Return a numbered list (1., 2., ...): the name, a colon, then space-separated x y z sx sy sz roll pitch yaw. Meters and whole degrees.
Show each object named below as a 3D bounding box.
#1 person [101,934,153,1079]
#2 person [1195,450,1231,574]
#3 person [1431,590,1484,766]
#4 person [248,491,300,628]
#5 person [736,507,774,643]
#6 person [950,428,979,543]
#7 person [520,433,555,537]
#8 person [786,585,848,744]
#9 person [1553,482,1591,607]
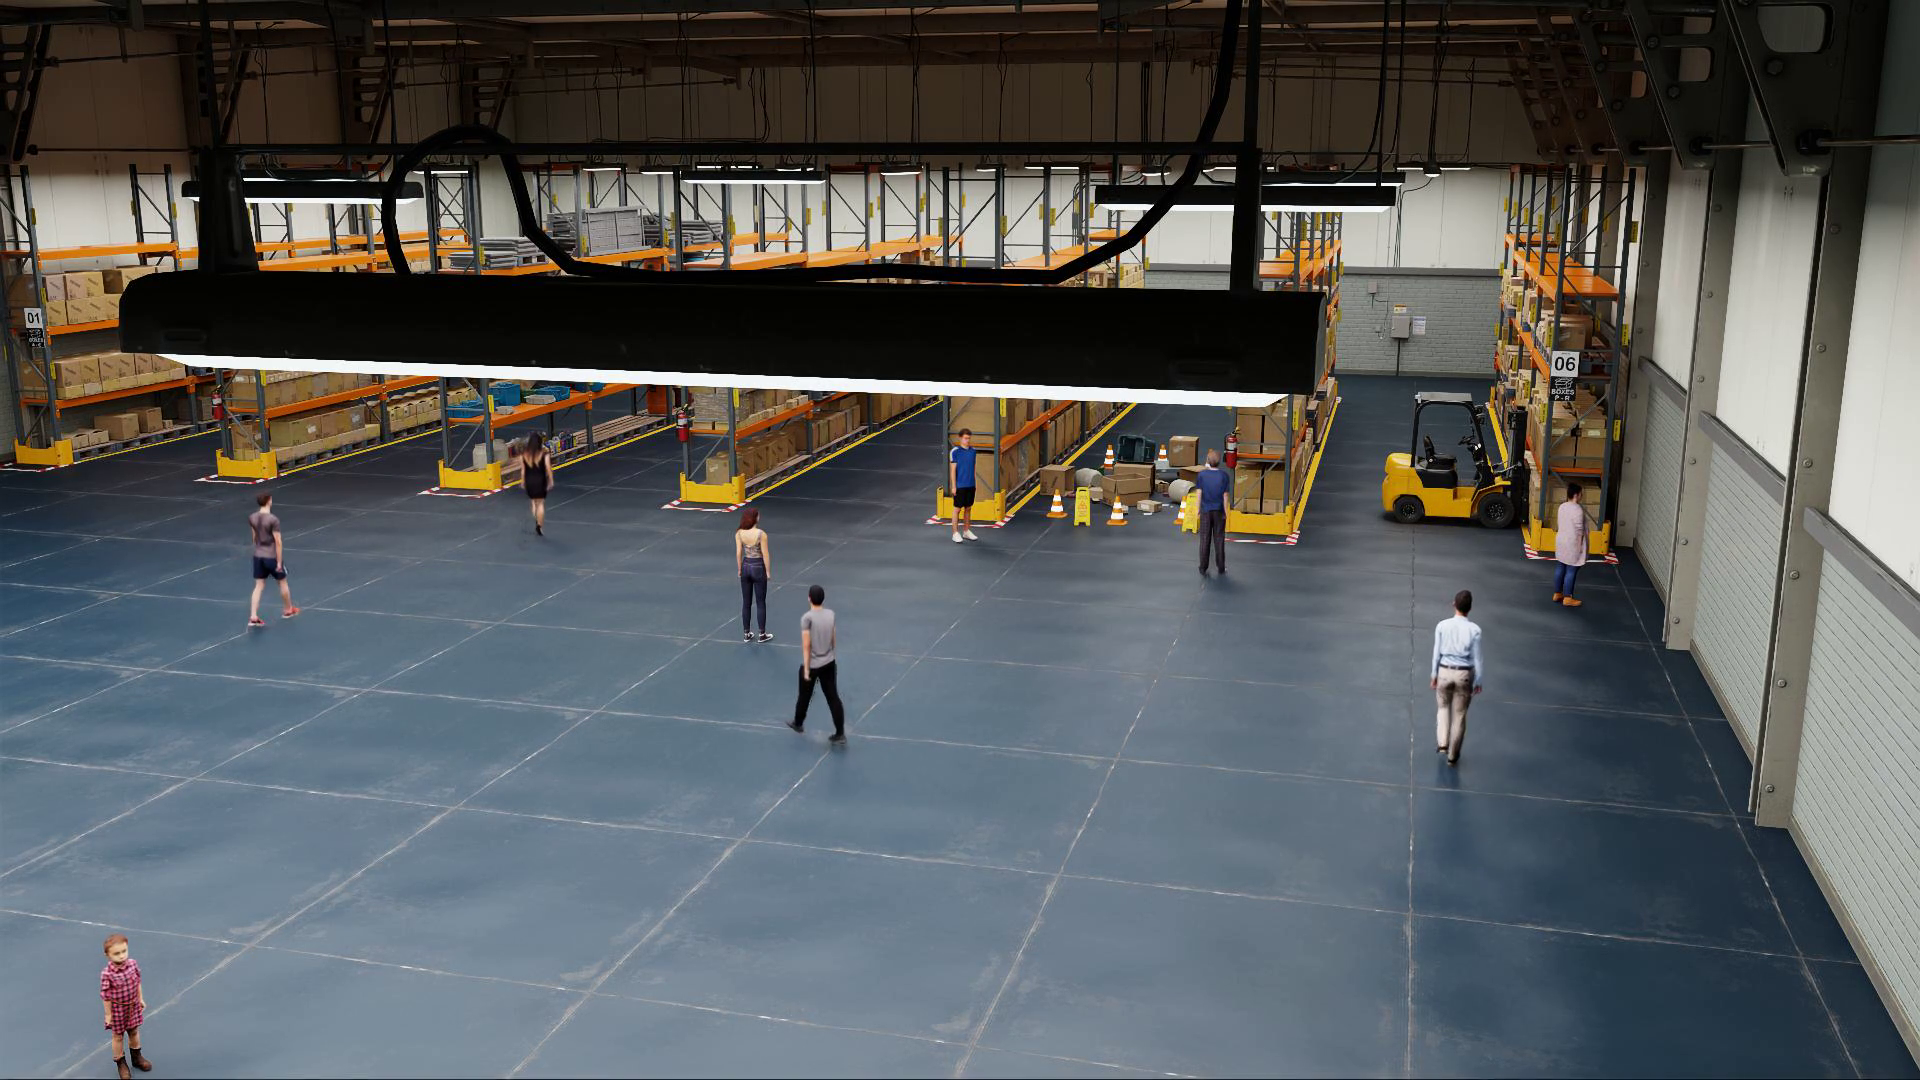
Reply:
1. person: -5.746 3.182 11.436 0.547 1.021 0.453 10 16 36
2. person: 3.826 -0.430 25.150 0.650 1.871 0.522 3 13 15
3. person: 5.089 1.445 17.133 0.703 1.836 0.674 6 14 24
4. person: -9.299 0.291 22.175 0.722 1.808 1.202 2 13 10
5. person: -2.687 0.439 21.622 0.610 1.769 0.542 4 14 17
6. person: 0.057 -0.919 27.268 0.718 1.868 0.798 -9 16 -34
7. person: -7.019 -0.884 27.500 0.779 1.695 0.940 0 13 1
8. person: -1.459 1.365 17.761 1.190 1.707 1.144 -11 17 -38
9. person: 8.578 0.044 23.388 0.848 1.743 0.731 -3 13 -12
